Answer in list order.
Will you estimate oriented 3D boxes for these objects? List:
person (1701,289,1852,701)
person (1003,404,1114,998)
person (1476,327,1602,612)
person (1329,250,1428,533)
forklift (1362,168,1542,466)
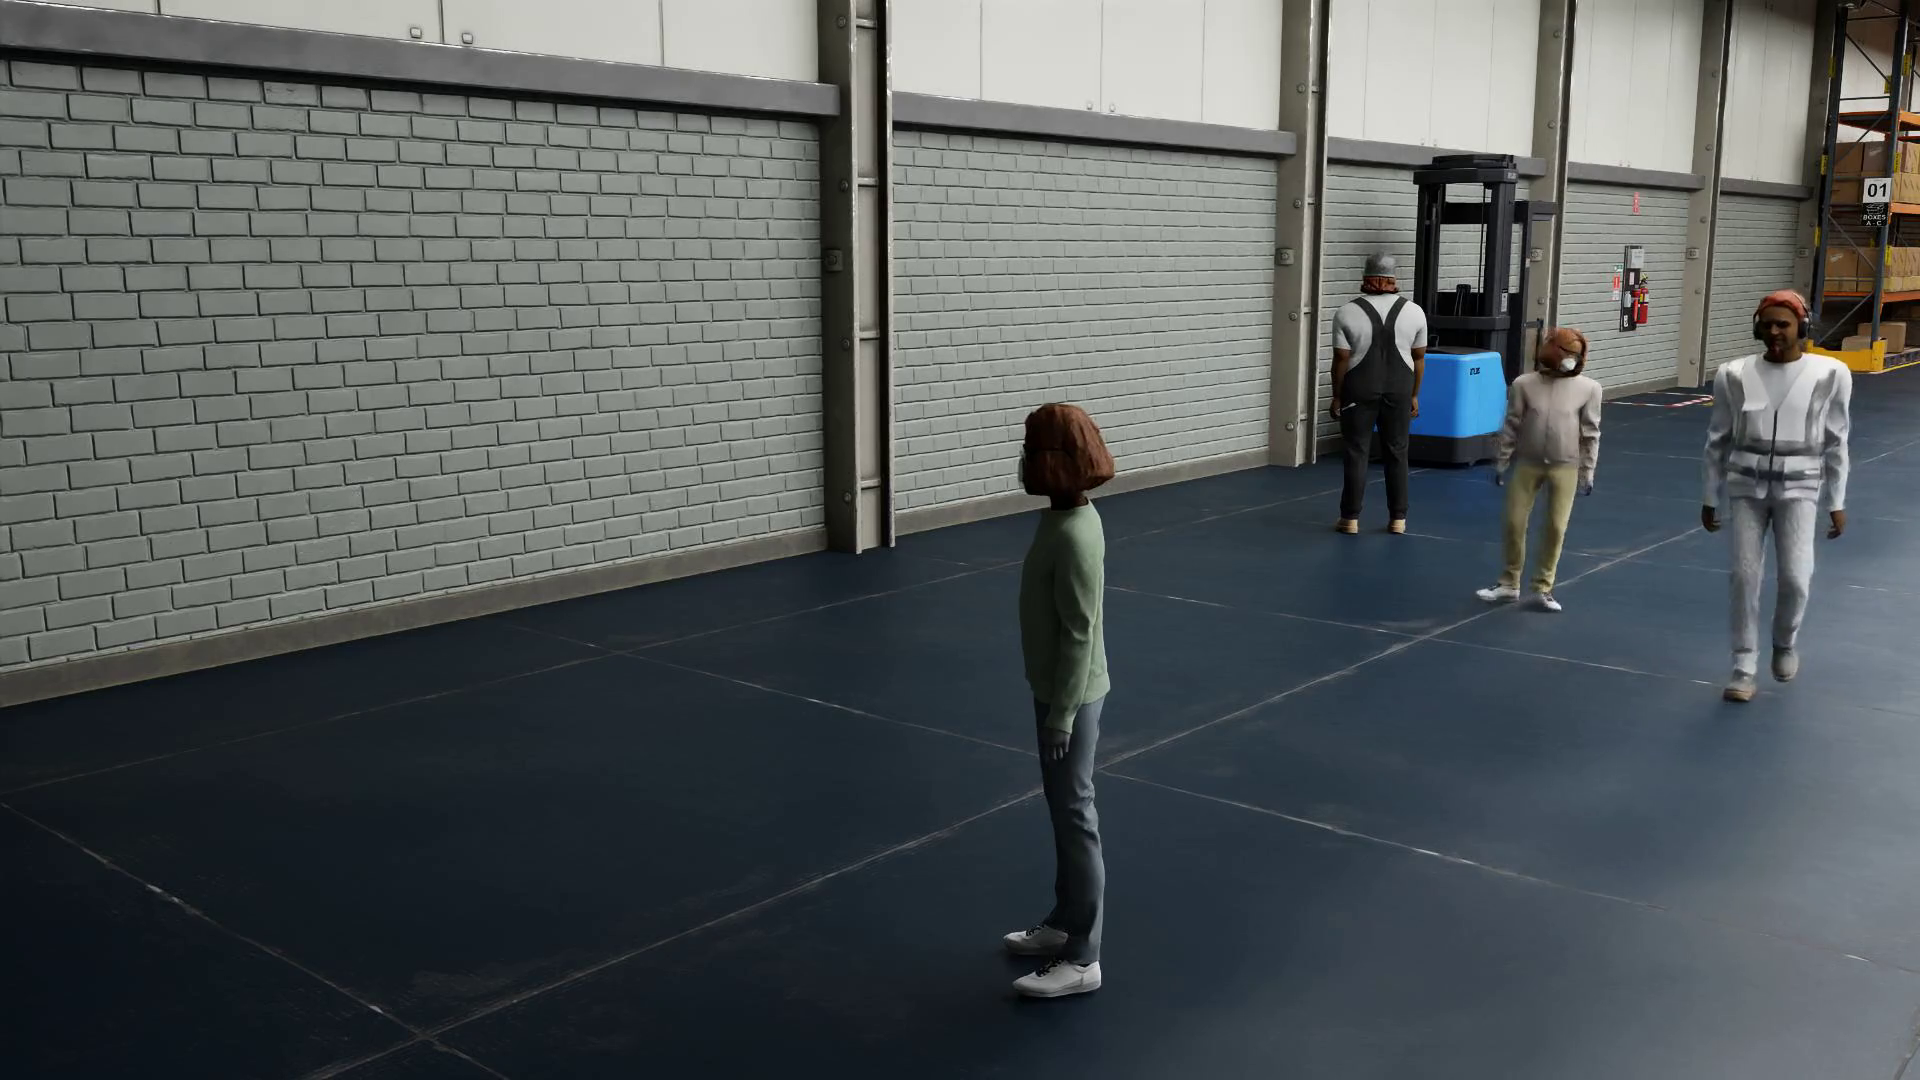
[{"bbox_3d":[3.701,-0.199,7.582,0.609,1.867,0.459,6,12,33],"label":"person"},{"bbox_3d":[0.274,0.438,4.623,0.283,1.633,0.500,0,10,-2],"label":"person"},{"bbox_3d":[3.302,-0.402,9.485,0.631,1.612,0.300,5,11,25],"label":"person"},{"bbox_3d":[3.005,-1.055,12.088,0.676,2.000,0.536,0,10,2],"label":"person"},{"bbox_3d":[4.875,-2.212,16.287,1.129,2.768,1.873,8,13,40],"label":"forklift"}]
